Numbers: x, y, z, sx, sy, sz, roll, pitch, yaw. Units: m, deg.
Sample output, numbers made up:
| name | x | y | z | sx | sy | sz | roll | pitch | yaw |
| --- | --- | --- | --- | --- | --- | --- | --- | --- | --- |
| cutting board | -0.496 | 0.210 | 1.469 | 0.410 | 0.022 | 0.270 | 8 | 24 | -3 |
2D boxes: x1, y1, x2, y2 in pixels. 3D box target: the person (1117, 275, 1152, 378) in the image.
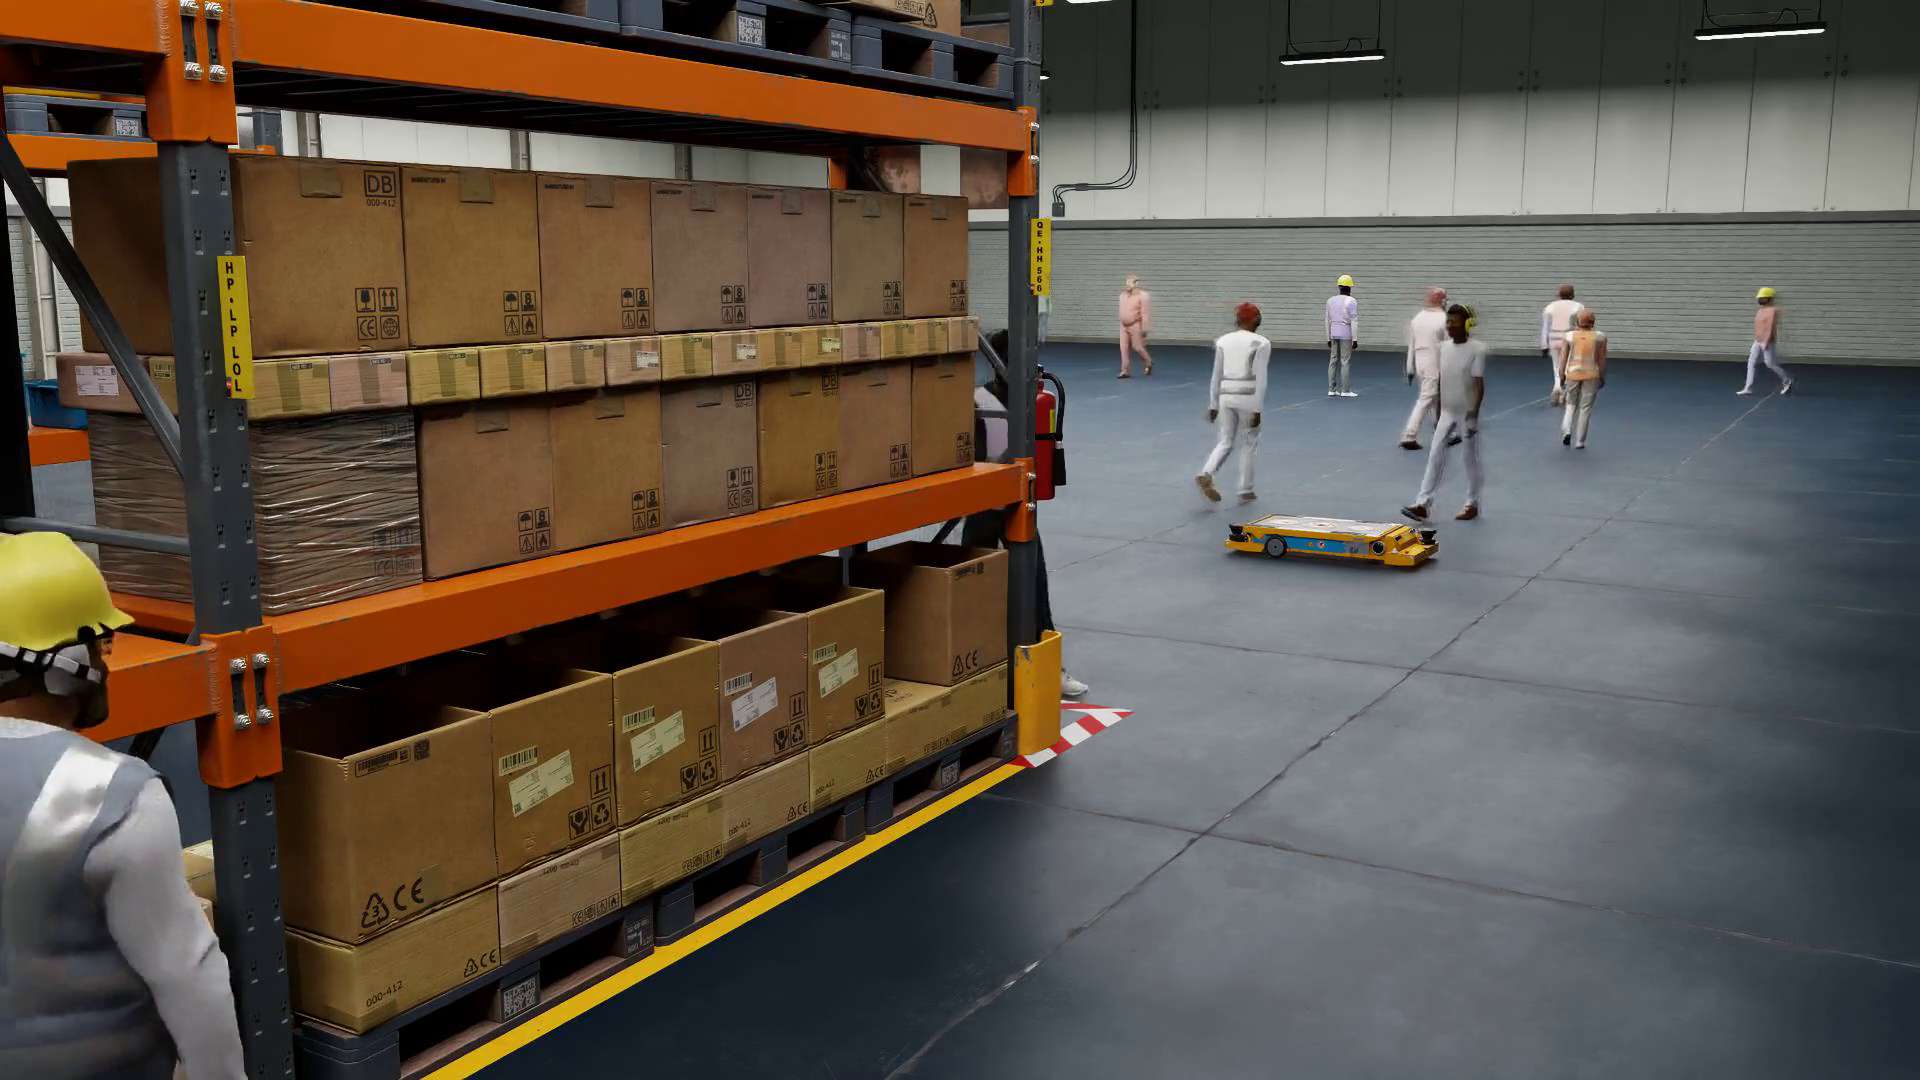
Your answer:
| name | x | y | z | sx | sy | sz | roll | pitch | yaw |
| --- | --- | --- | --- | --- | --- | --- | --- | --- | --- |
| person | 3.194 | -3.903 | 30.423 | 0.642 | 1.891 | 0.716 | 9 | 13 | 42 |

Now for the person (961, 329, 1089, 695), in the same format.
| name | x | y | z | sx | sy | sz | roll | pitch | yaw |
| --- | --- | --- | --- | --- | --- | --- | --- | --- | --- |
| person | 0.190 | -0.160 | 8.606 | 1.016 | 1.872 | 0.599 | 9 | 13 | 42 |

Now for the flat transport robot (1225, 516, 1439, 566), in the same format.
| name | x | y | z | sx | sy | sz | roll | pitch | yaw |
| --- | --- | --- | --- | --- | --- | --- | --- | --- | --- |
| flat transport robot | 2.767 | -0.015 | 12.398 | 1.431 | 0.197 | 0.652 | 6 | 11 | 30 |

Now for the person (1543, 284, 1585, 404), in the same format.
| name | x | y | z | sx | sy | sz | roll | pitch | yaw |
| --- | --- | --- | --- | --- | --- | --- | --- | --- | --- |
| person | 9.017 | -2.918 | 24.862 | 0.632 | 1.821 | 0.785 | 9 | 13 | 41 |

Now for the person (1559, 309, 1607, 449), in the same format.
| name | x | y | z | sx | sy | sz | roll | pitch | yaw |
| --- | --- | --- | --- | --- | --- | --- | --- | --- | --- |
| person | 7.230 | -1.868 | 19.311 | 0.511 | 1.623 | 0.377 | 5 | 11 | 27 |

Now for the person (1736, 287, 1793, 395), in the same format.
| name | x | y | z | sx | sy | sz | roll | pitch | yaw |
| --- | --- | --- | --- | --- | --- | --- | --- | --- | --- |
| person | 12.952 | -3.186 | 26.672 | 0.793 | 1.740 | 0.524 | -1 | 10 | -7 |

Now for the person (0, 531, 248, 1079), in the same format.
| name | x | y | z | sx | sy | sz | roll | pitch | yaw |
| --- | --- | --- | --- | --- | --- | --- | --- | --- | --- |
| person | -1.500 | 0.873 | 2.803 | 0.605 | 1.784 | 0.953 | 4 | 10 | 20 |

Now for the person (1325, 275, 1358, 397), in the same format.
| name | x | y | z | sx | sy | sz | roll | pitch | yaw |
| --- | --- | --- | --- | --- | --- | --- | --- | --- | --- |
| person | 6.063 | -3.228 | 26.370 | 0.369 | 1.928 | 0.586 | -8 | 12 | -39 |

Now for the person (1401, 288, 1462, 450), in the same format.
| name | x | y | z | sx | sy | sz | roll | pitch | yaw |
| --- | --- | --- | --- | --- | --- | --- | --- | --- | --- |
| person | 5.505 | -1.971 | 19.225 | 1.023 | 1.855 | 0.663 | -4 | 11 | -23 |

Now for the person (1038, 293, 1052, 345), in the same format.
| name | x | y | z | sx | sy | sz | roll | pitch | yaw |
| --- | --- | --- | --- | --- | --- | --- | --- | --- | --- |
| person | 2.049 | -5.694 | 41.702 | 0.535 | 1.611 | 0.604 | 0 | 10 | -1 |

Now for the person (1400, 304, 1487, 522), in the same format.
| name | x | y | z | sx | sy | sz | roll | pitch | yaw |
| --- | --- | --- | --- | --- | --- | --- | --- | --- | --- |
| person | 4.078 | -1.033 | 13.814 | 0.946 | 1.822 | 0.555 | -8 | 12 | -38 |

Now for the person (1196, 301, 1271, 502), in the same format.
| name | x | y | z | sx | sy | sz | roll | pitch | yaw |
| --- | --- | --- | --- | --- | --- | --- | --- | --- | --- |
| person | 2.429 | -1.213 | 14.860 | 0.588 | 1.847 | 0.815 | 8 | 12 | 39 |
